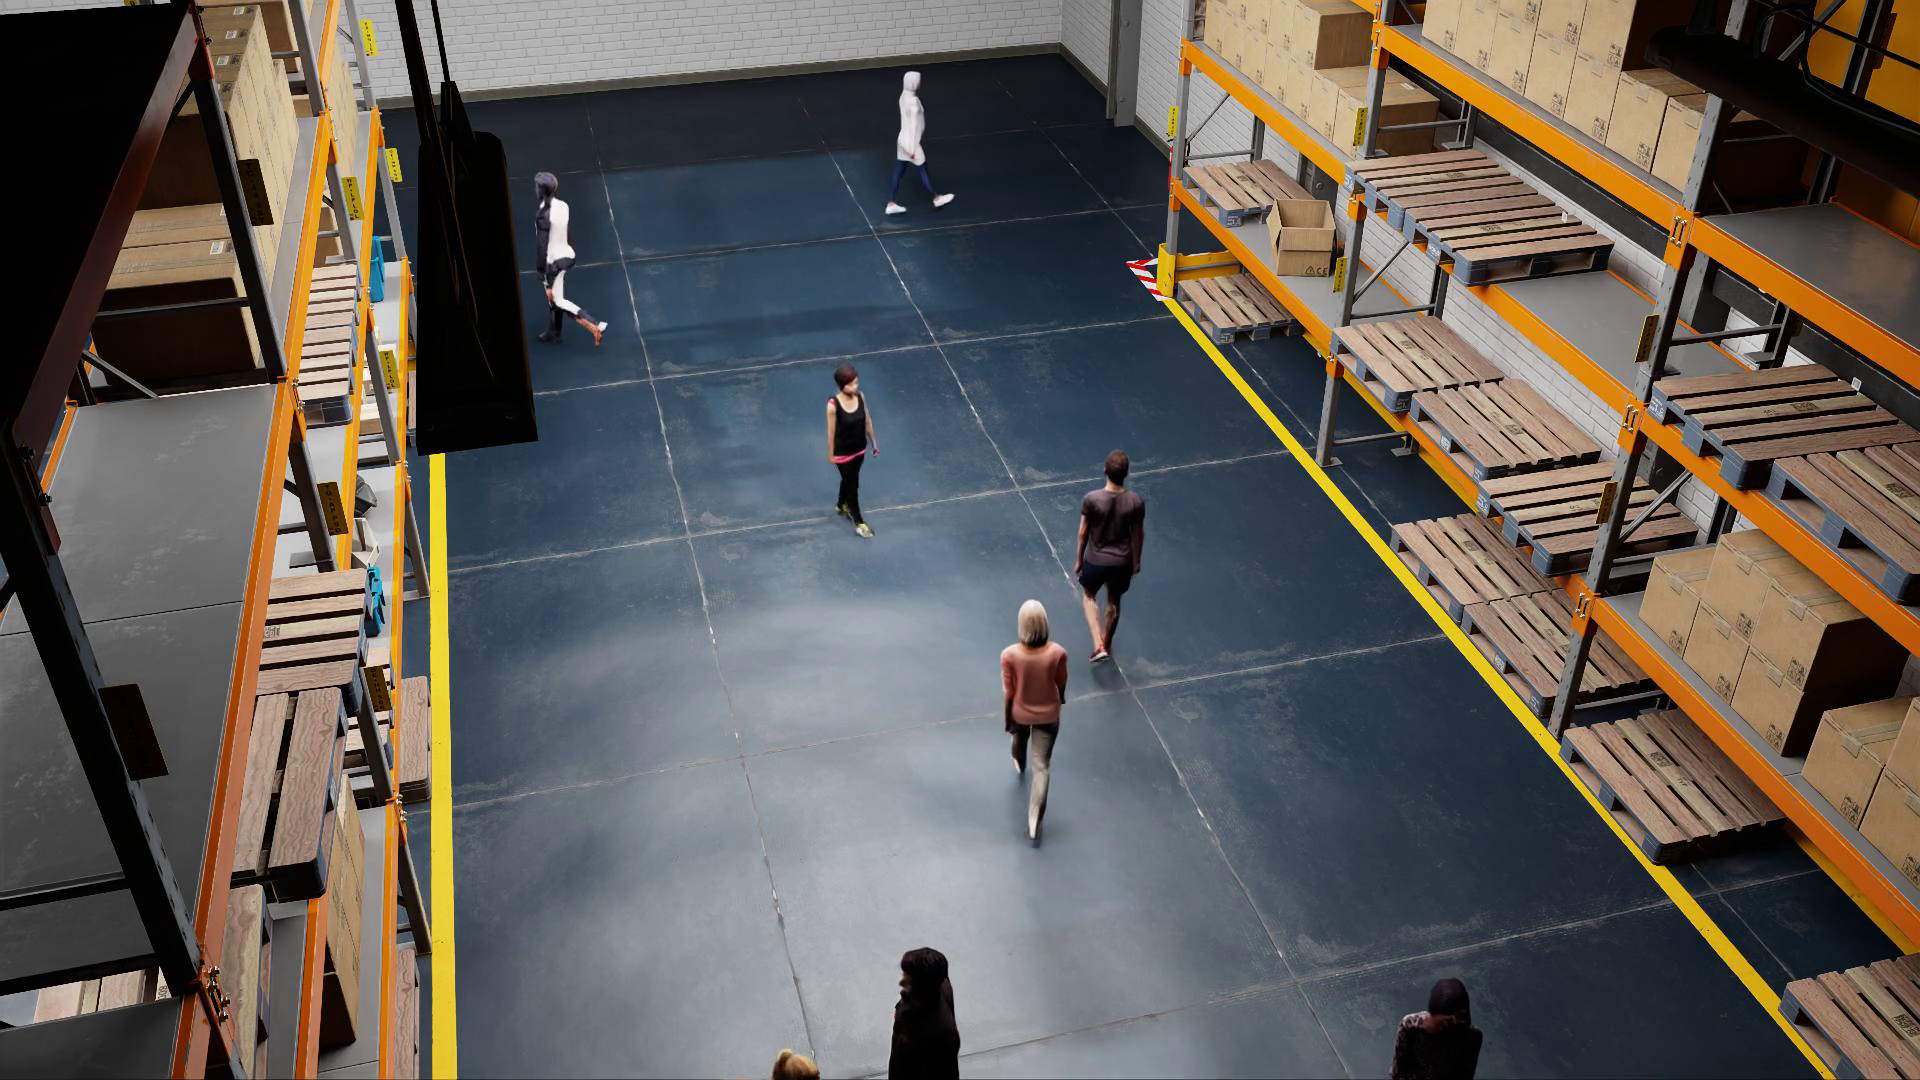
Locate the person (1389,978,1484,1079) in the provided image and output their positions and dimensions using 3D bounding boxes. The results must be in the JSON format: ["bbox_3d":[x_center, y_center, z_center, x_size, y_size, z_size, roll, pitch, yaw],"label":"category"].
[{"bbox_3d":[2.409,2.869,8.586,0.679,1.709,0.714,7,34,11],"label":"person"}]

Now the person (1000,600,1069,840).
[{"bbox_3d":[0.506,1.214,11.110,0.853,1.671,1.233,1,34,1],"label":"person"}]

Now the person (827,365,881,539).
[{"bbox_3d":[-1.002,-0.836,14.319,0.960,1.531,0.812,28,43,35],"label":"person"}]

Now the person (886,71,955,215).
[{"bbox_3d":[-0.683,-4.736,20.001,0.798,1.736,1.070,-14,36,-19],"label":"person"}]

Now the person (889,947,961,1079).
[{"bbox_3d":[-0.163,2.775,8.513,0.764,1.946,0.533,-6,34,-10],"label":"person"}]

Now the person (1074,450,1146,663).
[{"bbox_3d":[1.111,0.202,12.481,0.784,1.838,0.889,0,34,0],"label":"person"}]

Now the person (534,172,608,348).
[{"bbox_3d":[-4.056,-2.810,16.979,1.035,1.874,1.142,6,34,9],"label":"person"}]
